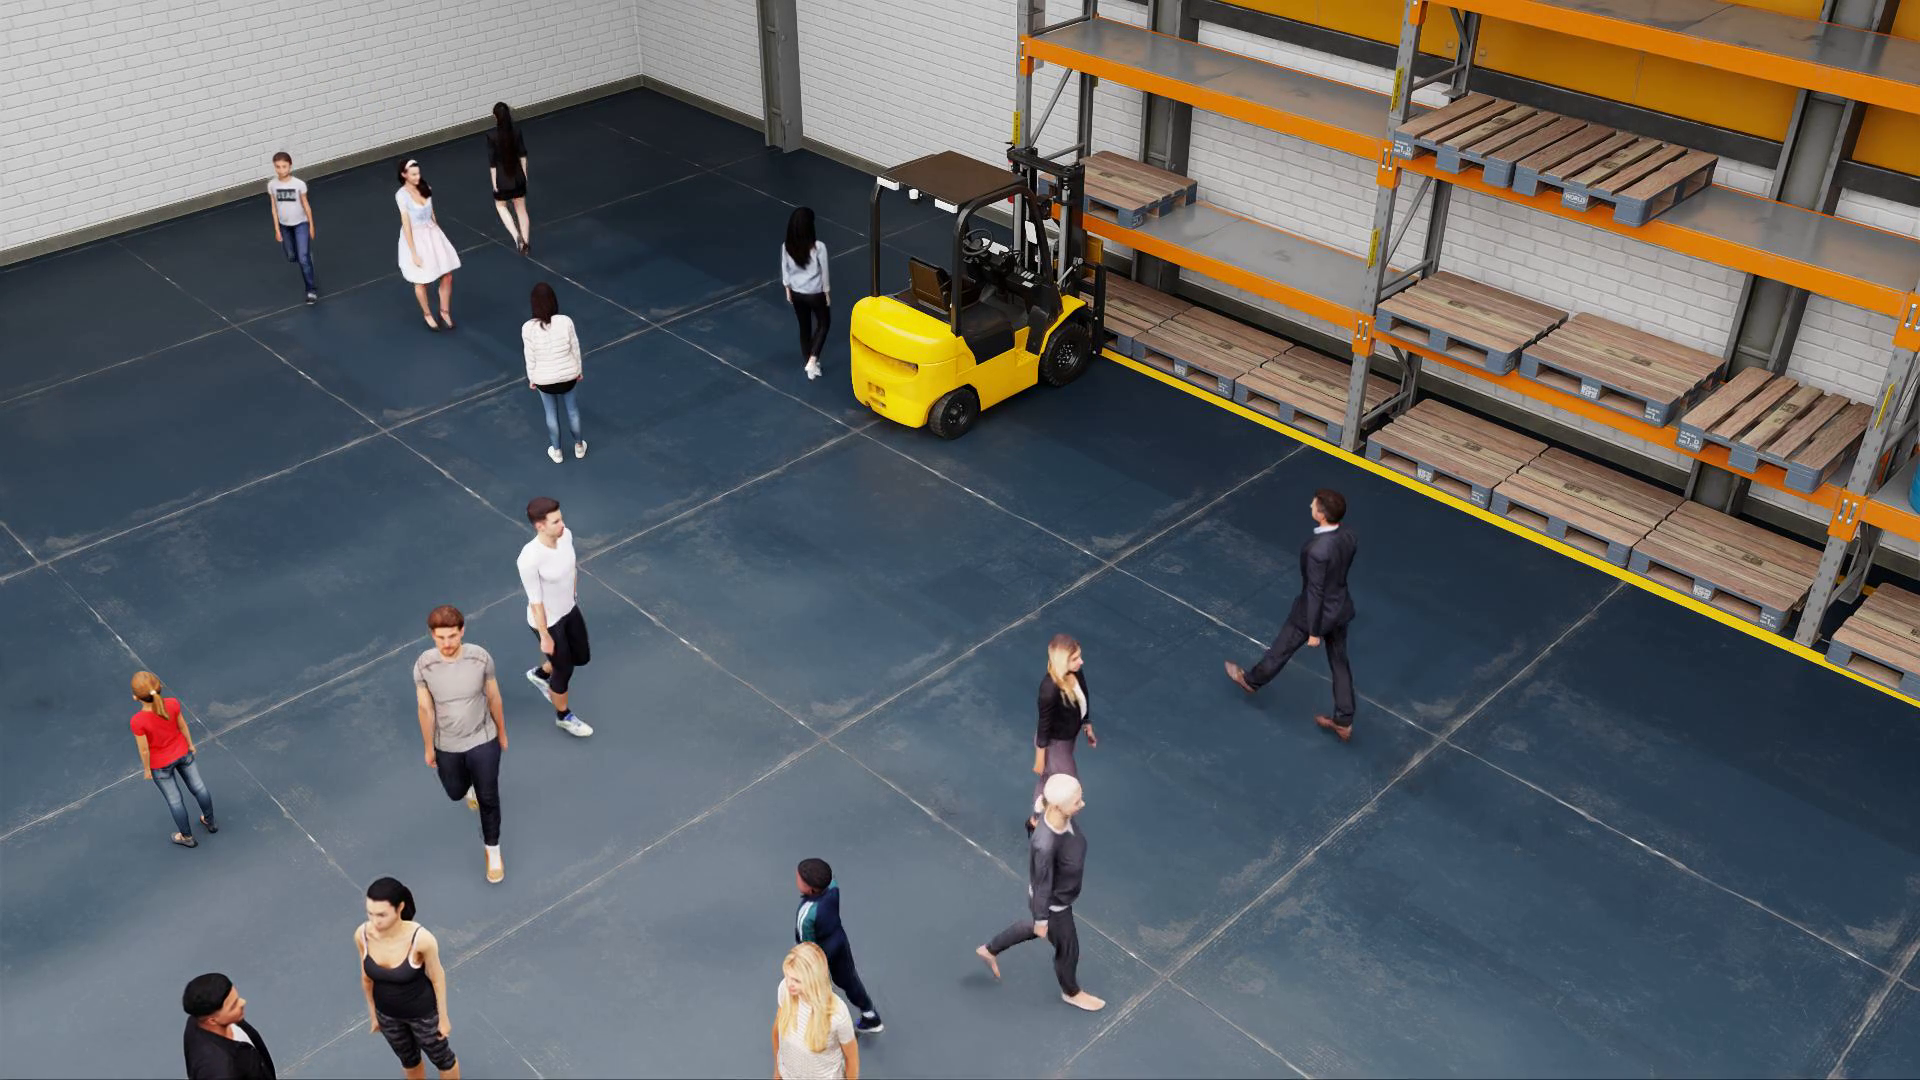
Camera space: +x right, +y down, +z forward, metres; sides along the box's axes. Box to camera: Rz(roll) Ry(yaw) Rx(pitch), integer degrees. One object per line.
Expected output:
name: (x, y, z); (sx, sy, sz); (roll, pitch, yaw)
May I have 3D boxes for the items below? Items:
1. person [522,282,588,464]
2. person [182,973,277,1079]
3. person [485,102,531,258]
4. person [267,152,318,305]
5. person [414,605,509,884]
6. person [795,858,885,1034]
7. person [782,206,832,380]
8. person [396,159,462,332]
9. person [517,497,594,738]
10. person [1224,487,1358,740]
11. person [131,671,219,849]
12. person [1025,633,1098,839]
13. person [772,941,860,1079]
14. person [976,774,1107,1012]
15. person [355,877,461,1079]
person: (-3.440, -1.421, 14.138); (0.694, 1.635, 0.687); (-12, 35, -17)
person: (-3.376, 2.692, 7.802); (0.820, 1.800, 0.650); (-17, 37, -23)
person: (-4.733, -3.785, 17.651); (0.625, 1.685, 0.596); (-24, 41, -32)
person: (-6.773, -3.222, 16.929); (0.884, 1.546, 0.985); (-3, 34, -5)
person: (-2.999, 1.147, 10.054); (0.992, 1.880, 1.147); (-8, 34, -11)
person: (-0.691, 2.217, 9.027); (0.937, 1.235, 0.619); (22, 39, 29)
person: (-1.412, -2.220, 15.276); (0.773, 1.706, 0.830); (7, 34, 11)
person: (-5.275, -2.847, 16.138); (0.858, 1.797, 0.726); (22, 39, 29)
person: (-2.779, 0.483, 11.095); (0.922, 1.834, 0.797); (17, 37, 23)
person: (2.467, 0.528, 11.046); (0.663, 1.813, 1.219); (-27, 42, -34)
person: (-4.874, 1.344, 10.271); (0.532, 1.311, 0.501); (23, 40, 30)
person: (0.509, 1.227, 10.137); (0.742, 1.655, 0.703); (12, 35, 17)
person: (-0.678, 2.580, 7.947); (0.555, 1.826, 0.727); (18, 38, 25)
person: (0.432, 1.906, 9.071); (1.107, 1.704, 0.965); (7, 34, 10)
person: (-2.758, 2.350, 8.380); (0.646, 1.730, 0.725); (4, 34, 7)
